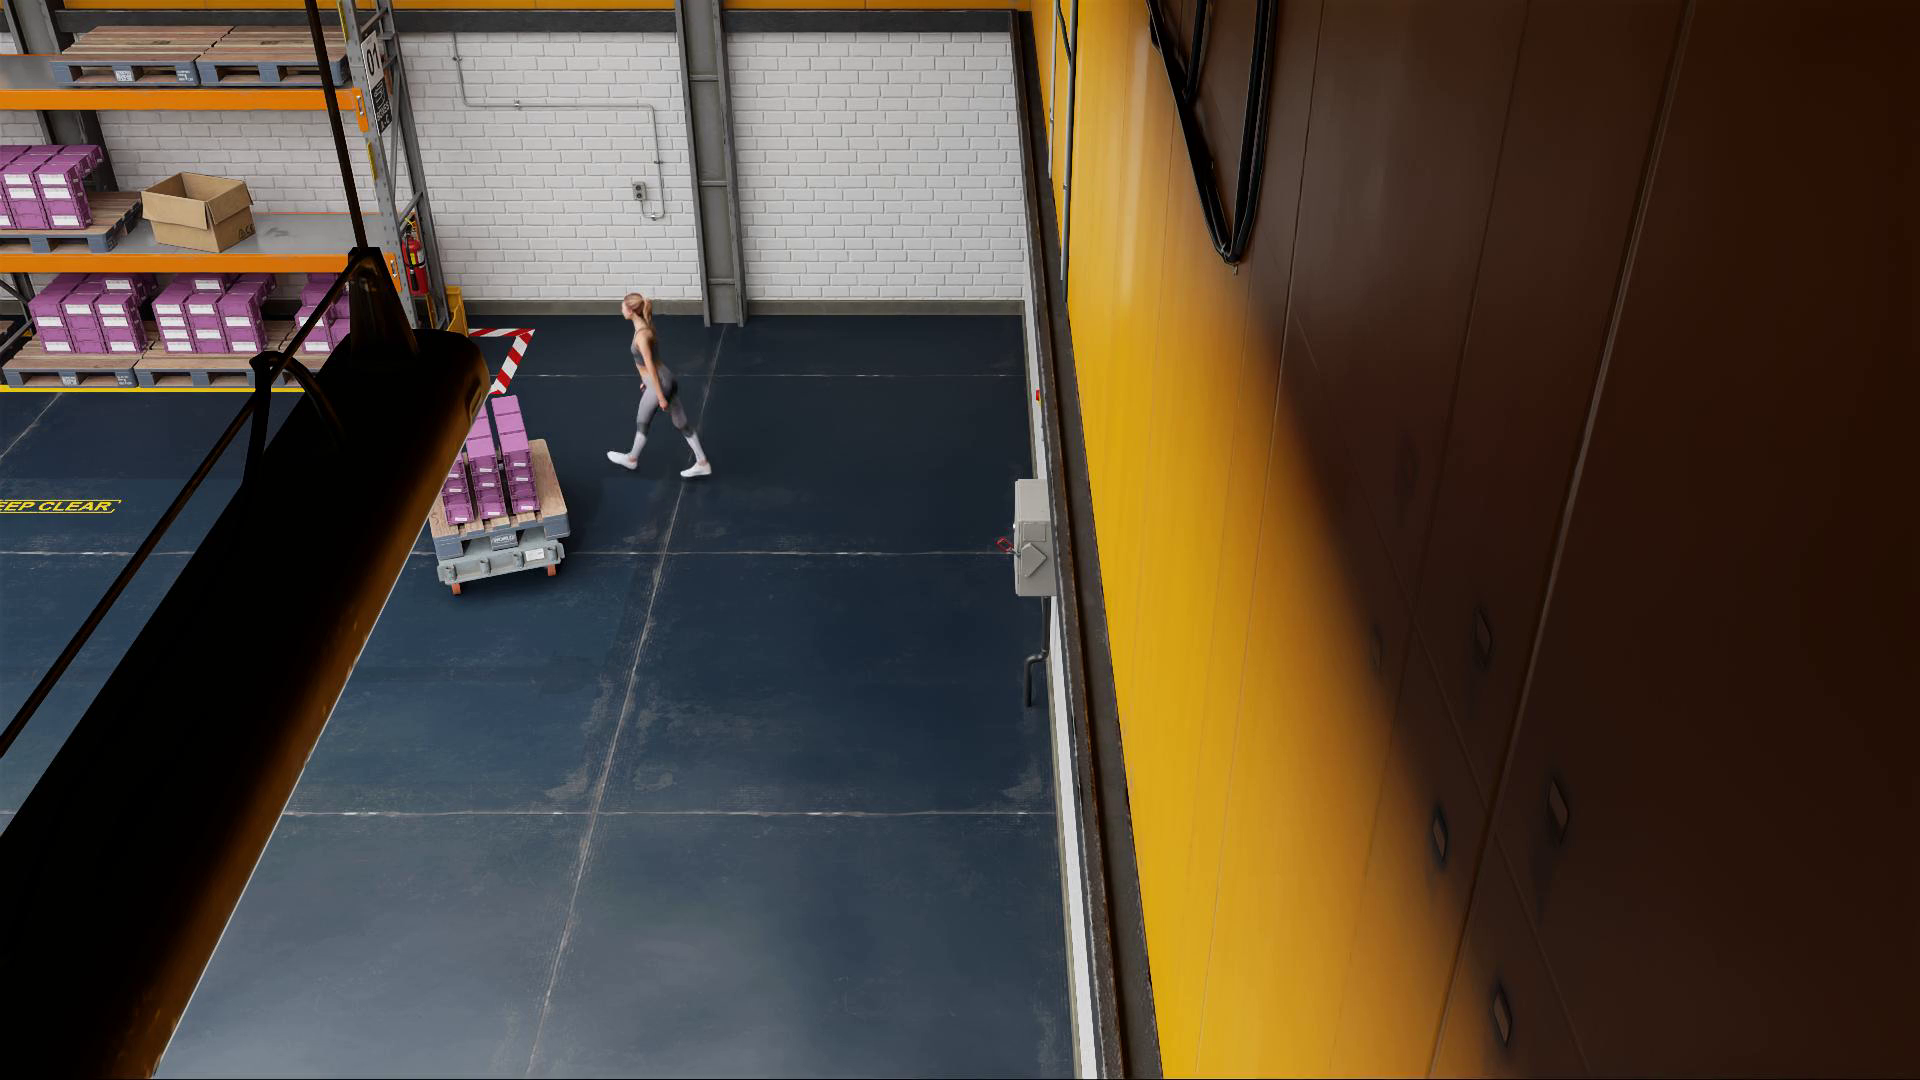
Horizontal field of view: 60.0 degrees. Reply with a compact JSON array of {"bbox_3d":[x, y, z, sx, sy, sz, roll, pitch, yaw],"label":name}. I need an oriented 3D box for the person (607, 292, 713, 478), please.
[{"bbox_3d":[-2.405,-1.215,13.736,1.134,1.634,0.631,0,34,1],"label":"person"}]
